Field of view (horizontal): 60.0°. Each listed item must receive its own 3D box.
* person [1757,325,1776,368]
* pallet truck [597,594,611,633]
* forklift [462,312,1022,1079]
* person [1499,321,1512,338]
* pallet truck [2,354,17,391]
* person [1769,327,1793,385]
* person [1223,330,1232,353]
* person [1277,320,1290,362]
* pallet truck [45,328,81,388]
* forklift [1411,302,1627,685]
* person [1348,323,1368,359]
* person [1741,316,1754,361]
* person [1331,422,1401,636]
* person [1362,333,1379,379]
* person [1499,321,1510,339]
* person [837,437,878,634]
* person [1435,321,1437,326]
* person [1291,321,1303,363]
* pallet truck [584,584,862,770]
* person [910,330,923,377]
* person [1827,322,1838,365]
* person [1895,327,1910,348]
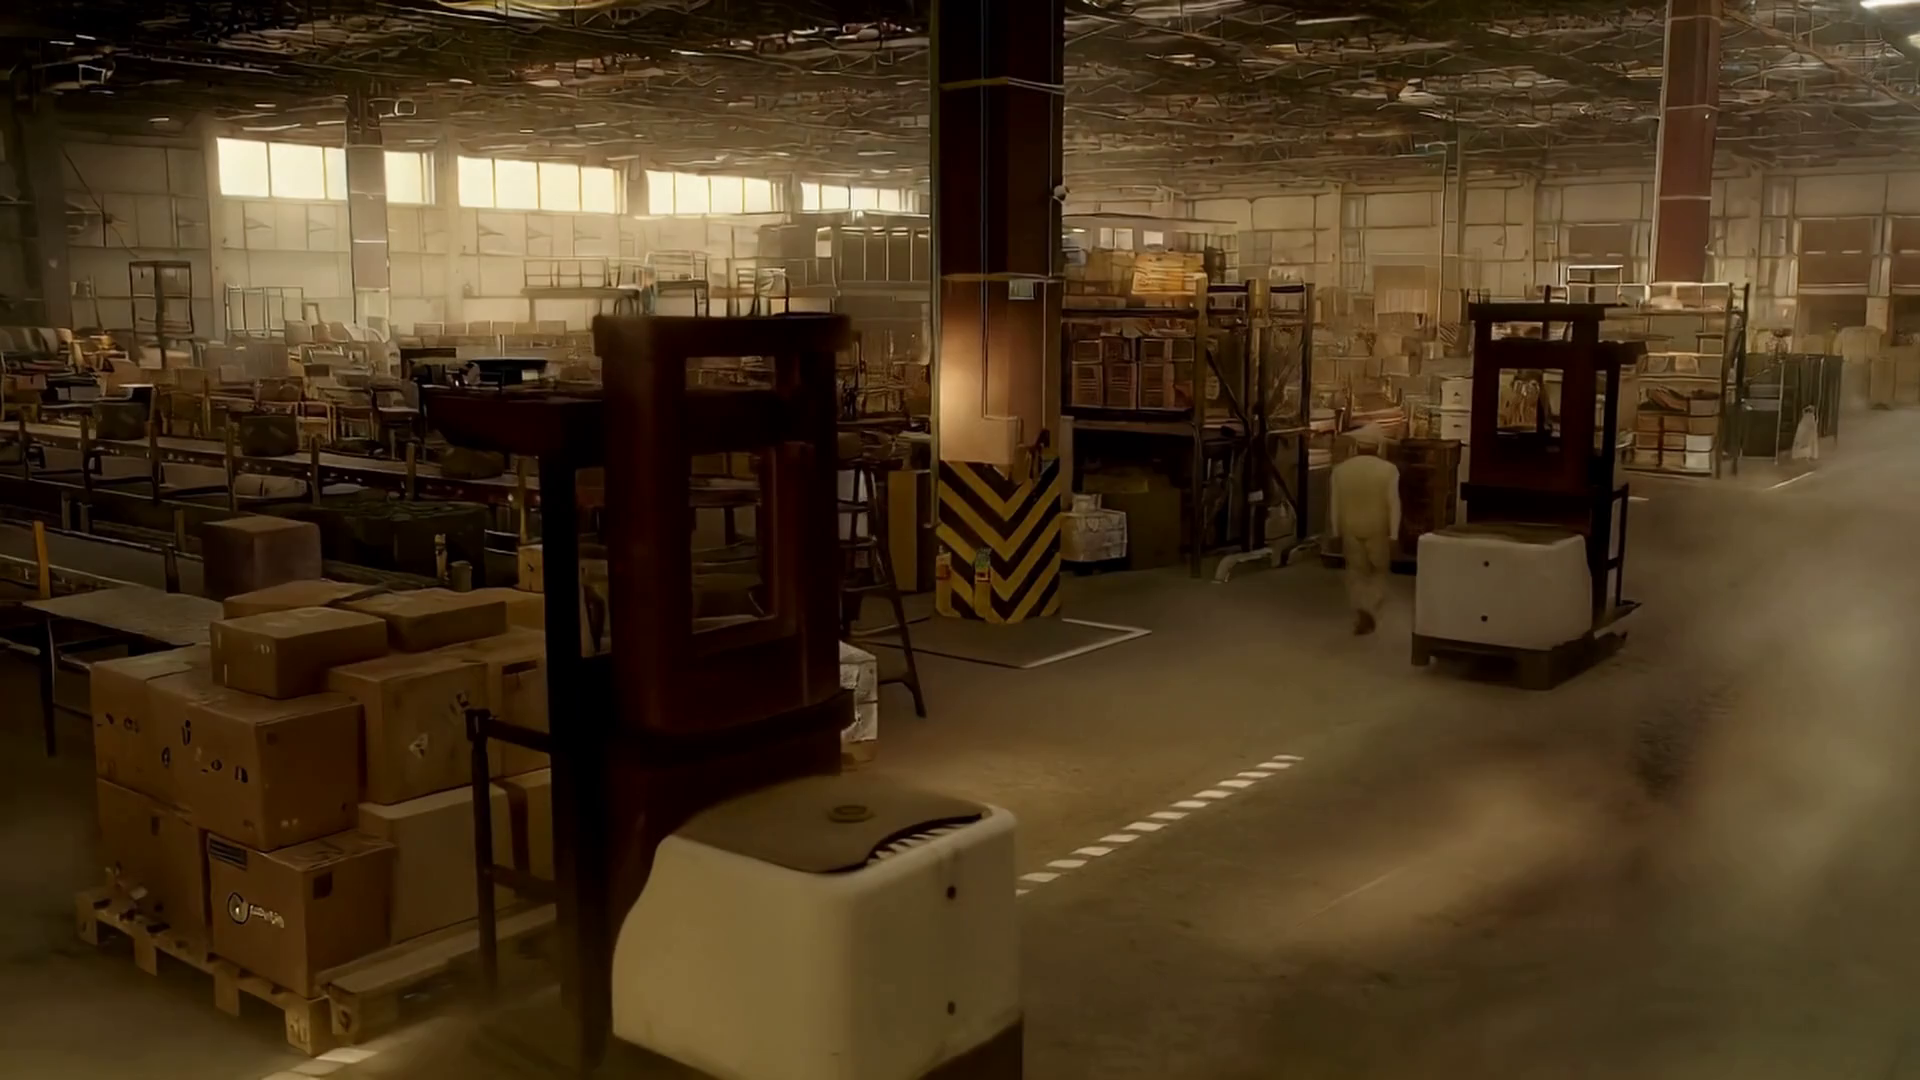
[{"bbox_3d":[31.483,-7.524,64.699,0.778,1.650,0.541,2,9,16],"label":"person"},{"bbox_3d":[-3.115,0.344,12.883,0.653,1.274,1.630,7,11,37],"label":"pallet truck"},{"bbox_3d":[-0.796,0.585,5.952,1.873,2.768,1.129,7,11,37],"label":"forklift"},{"bbox_3d":[24.140,-9.012,73.656,0.393,1.985,0.611,-7,11,-39],"label":"person"},{"bbox_3d":[-24.881,-4.417,42.634,1.885,1.965,0.823,8,11,41],"label":"pallet truck"},{"bbox_3d":[25.942,-5.776,52.388,0.540,1.815,1.003,-4,9,-24],"label":"person"},{"bbox_3d":[7.849,-5.243,48.770,0.609,1.825,1.012,-7,11,-40],"label":"person"},{"bbox_3d":[10.553,-6.105,53.920,0.707,2.018,0.633,6,10,34],"label":"person"},{"bbox_3d":[-23.775,-4.544,43.495,1.885,1.965,0.823,6,10,35],"label":"pallet truck"},{"bbox_3d":[4.379,-0.438,12.852,1.129,2.768,1.873,7,11,37],"label":"forklift"},{"bbox_3d":[11.704,-5.338,48.697,0.682,2.000,0.537,3,9,18],"label":"person"},{"bbox_3d":[33.721,-8.621,71.213,0.594,1.924,0.382,-7,11,-39],"label":"person"},{"bbox_3d":[3.415,-0.082,13.999,0.619,1.819,0.412,5,10,33],"label":"person"},{"bbox_3d":[10.549,-4.407,42.954,0.999,1.888,0.564,5,10,30],"label":"person"},{"bbox_3d":[19.489,-6.925,59.800,0.670,1.926,0.642,1,8,4],"label":"person"},{"bbox_3d":[-0.982,-0.029,14.099,0.587,1.683,0.384,1,8,5],"label":"person"},{"bbox_3d":[22.721,-9.768,78.960,0.752,1.923,0.616,-4,9,-24],"label":"person"},{"bbox_3d":[12.400,-7.074,60.916,0.975,1.886,0.596,0,8,-3],"label":"person"},{"bbox_3d":[-1.426,0.805,10.019,1.601,1.201,0.680,-4,9,-26],"label":"pallet truck"},{"bbox_3d":[-1.377,-5.868,53.355,0.569,1.701,0.853,-6,11,-37],"label":"person"},{"bbox_3d":[34.786,-7.800,66.232,0.449,1.751,0.546,6,10,34],"label":"person"},{"bbox_3d":[30.003,-5.900,53.243,0.839,1.811,0.662,3,9,19],"label":"person"}]
